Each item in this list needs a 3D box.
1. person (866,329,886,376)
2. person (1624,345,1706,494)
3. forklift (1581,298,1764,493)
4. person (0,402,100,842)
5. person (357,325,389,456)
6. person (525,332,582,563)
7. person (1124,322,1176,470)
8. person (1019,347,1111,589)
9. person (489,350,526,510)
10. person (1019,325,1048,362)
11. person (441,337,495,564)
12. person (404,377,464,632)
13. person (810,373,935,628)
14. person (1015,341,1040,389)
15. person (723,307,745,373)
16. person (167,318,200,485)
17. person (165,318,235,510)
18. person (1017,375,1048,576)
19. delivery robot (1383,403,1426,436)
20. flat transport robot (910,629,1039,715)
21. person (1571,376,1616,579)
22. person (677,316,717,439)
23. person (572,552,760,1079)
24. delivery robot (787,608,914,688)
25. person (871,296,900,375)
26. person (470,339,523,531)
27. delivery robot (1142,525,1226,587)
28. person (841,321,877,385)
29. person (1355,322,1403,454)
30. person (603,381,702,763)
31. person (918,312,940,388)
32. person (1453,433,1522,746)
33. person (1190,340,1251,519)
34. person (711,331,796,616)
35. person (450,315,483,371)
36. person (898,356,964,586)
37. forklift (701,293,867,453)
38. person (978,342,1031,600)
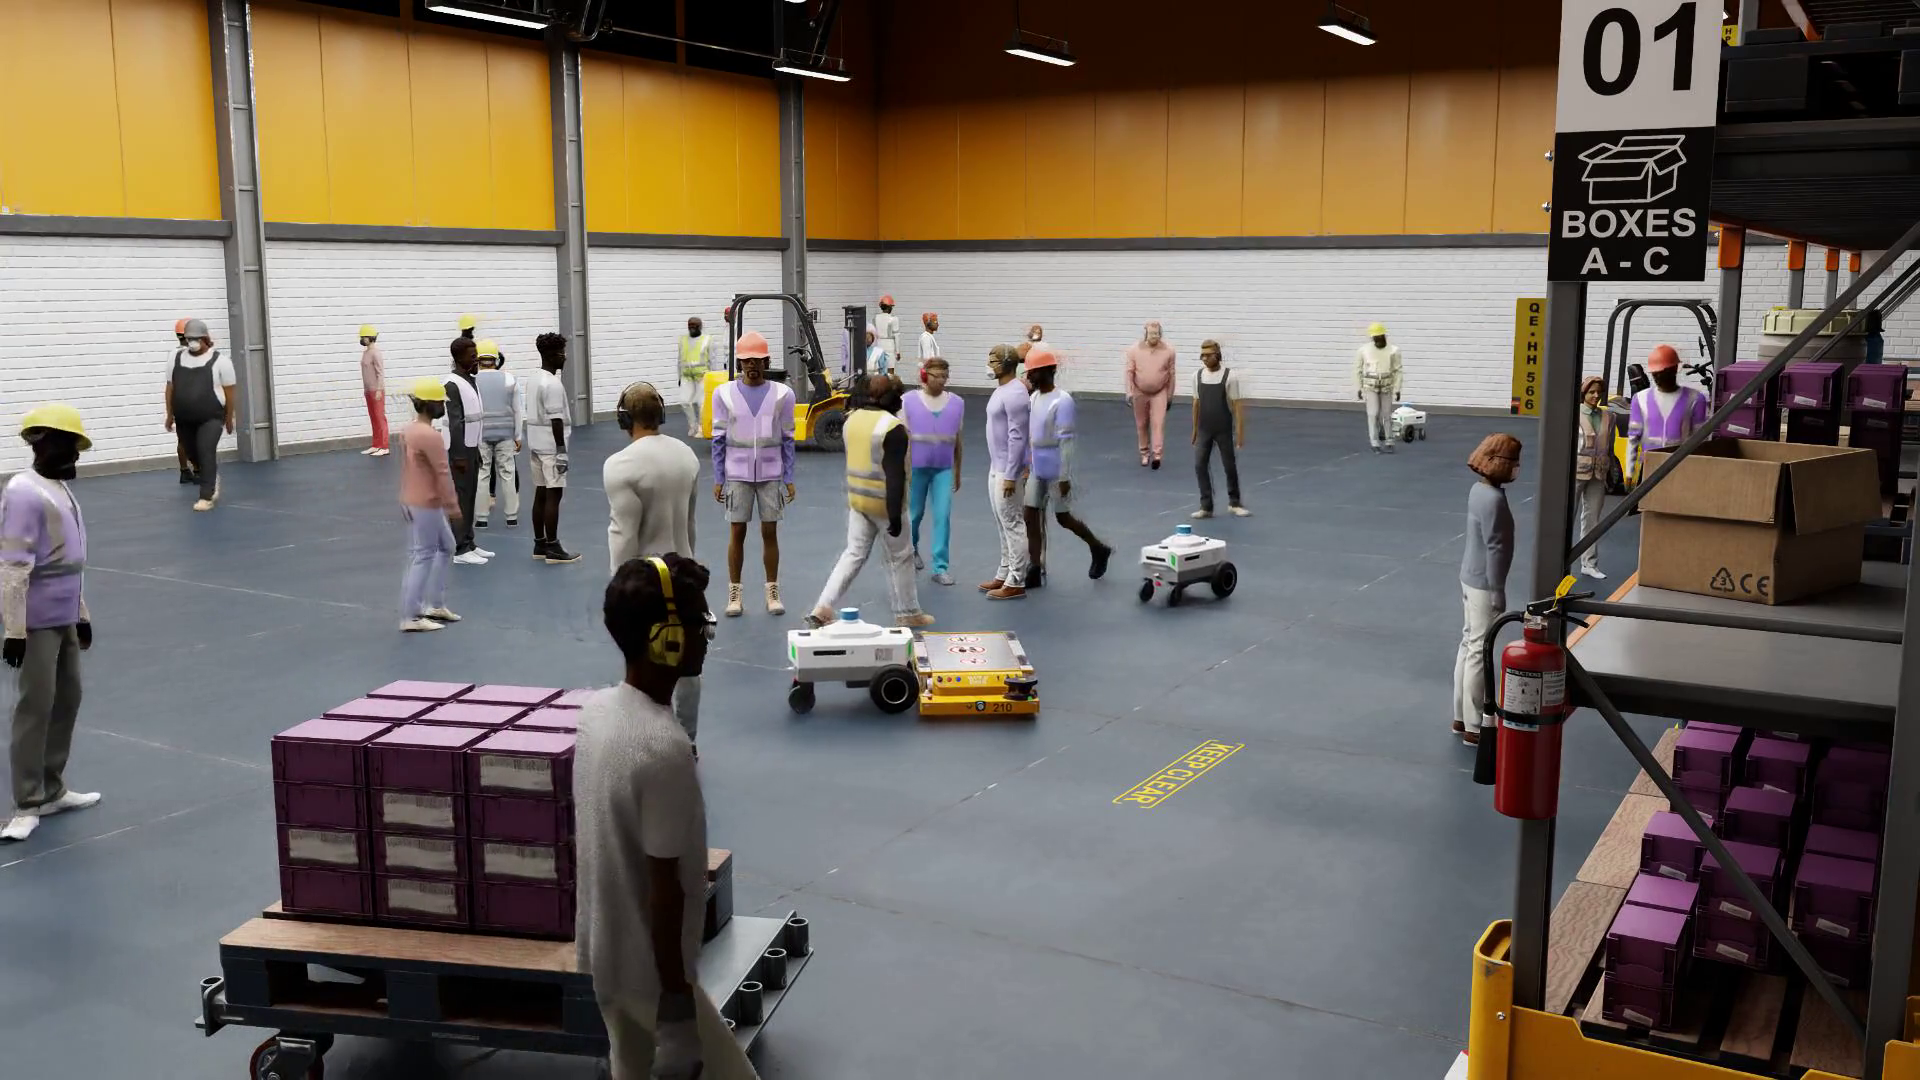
[{"bbox_3d":[-1.369,-2.307,24.692,0.537,1.632,0.429,-1,9,-3],"label":"person"},{"bbox_3d":[5.379,-0.530,12.732,0.565,1.908,0.515,6,11,33],"label":"person"},{"bbox_3d":[7.954,-1.589,18.462,2.313,2.155,1.214,5,11,30],"label":"forklift"},{"bbox_3d":[-4.060,0.348,7.366,0.357,1.888,0.763,-2,9,-11],"label":"person"},{"bbox_3d":[-7.935,-2.016,22.455,0.328,1.769,0.526,-7,12,-38],"label":"person"},{"bbox_3d":[-3.487,-0.787,14.164,0.365,1.964,0.610,-6,11,-33],"label":"person"},{"bbox_3d":[2.386,-1.808,20.925,0.635,1.843,1.024,1,9,9],"label":"person"},{"bbox_3d":[0.770,-0.570,13.052,0.887,1.896,0.560,-6,11,-33],"label":"person"},{"bbox_3d":[-4.767,-1.137,17.204,0.566,1.694,0.319,0,9,3],"label":"person"},{"bbox_3d":[1.195,-2.751,27.526,0.553,1.609,0.323,3,10,18],"label":"person"},{"bbox_3d":[-4.215,-0.761,14.153,0.392,1.919,0.590,-1,9,-4],"label":"person"},{"bbox_3d":[-3.602,-0.236,11.431,0.582,1.748,0.535,-6,11,-31],"label":"person"},{"bbox_3d":[-0.607,-0.235,11.308,0.952,1.799,0.636,-8,12,-41],"label":"person"},{"bbox_3d":[0.793,-1.590,20.202,0.280,1.636,0.500,-9,13,-43],"label":"person"},{"bbox_3d":[-3.944,-3.121,28.987,0.342,1.881,0.579,-7,11,-37],"label":"person"},{"bbox_3d":[-8.975,-1.614,19.414,0.543,1.939,0.360,6,11,32],"label":"person"},{"bbox_3d":[-7.998,-1.370,17.572,0.680,2.000,0.937,0,9,1],"label":"person"},{"bbox_3d":[0.546,-0.516,13.514,0.528,1.638,0.312,8,12,42],"label":"person"},{"bbox_3d":[6.523,-1.770,24.397,0.707,0.478,0.477,-9,13,-43],"label":"delivery robot"},{"bbox_3d":[0.059,0.756,9.806,0.652,0.197,1.431,-1,9,-4],"label":"flat transport robot"},{"bbox_3d":[5.019,-0.495,13.359,0.514,1.641,0.308,-2,9,-14],"label":"person"},{"bbox_3d":[-3.914,-2.407,24.706,0.648,1.825,0.453,2,9,13],"label":"person"},{"bbox_3d":[-0.635,0.948,3.681,0.451,1.853,0.562,-6,11,-32],"label":"person"},{"bbox_3d":[-0.625,0.629,9.429,0.707,0.478,0.477,-1,9,-7],"label":"delivery robot"},{"bbox_3d":[-1.384,-3.593,31.450,0.615,2.038,0.395,5,10,28],"label":"person"},{"bbox_3d":[-4.488,-1.003,15.928,0.590,1.833,0.404,-4,10,-23],"label":"person"},{"bbox_3d":[1.688,0.130,12.542,0.477,0.478,0.707,9,13,44],"label":"delivery robot"},{"bbox_3d":[-1.727,-2.995,28.148,0.640,1.904,0.401,4,10,23],"label":"person"},{"bbox_3d":[5.715,-2.066,22.695,0.636,1.793,0.431,1,9,7],"label":"person"},{"bbox_3d":[-1.507,0.195,8.128,0.376,1.937,0.629,5,10,27],"label":"person"},{"bbox_3d":[-0.447,-2.413,24.571,0.348,1.882,0.584,0,9,-2],"label":"person"},{"bbox_3d":[2.756,0.257,8.684,0.280,1.633,0.498,1,9,7],"label":"person"},{"bbox_3d":[2.617,-1.105,16.700,0.587,1.811,0.618,5,10,28],"label":"person"},{"bbox_3d":[-1.472,-0.468,11.934,0.606,2.044,0.373,-2,9,-11],"label":"person"},{"bbox_3d":[-6.930,-2.216,23.359,0.607,1.871,0.972,1,9,7],"label":"person"},{"bbox_3d":[-0.258,-0.585,13.394,0.582,1.814,0.853,-3,9,-16],"label":"person"},{"bbox_3d":[-2.458,-2.344,23.176,2.313,2.155,1.214,0,9,-2],"label":"forklift"},{"bbox_3d":[0.346,-0.518,12.573,0.367,1.939,0.635,-1,9,-9],"label":"person"}]
